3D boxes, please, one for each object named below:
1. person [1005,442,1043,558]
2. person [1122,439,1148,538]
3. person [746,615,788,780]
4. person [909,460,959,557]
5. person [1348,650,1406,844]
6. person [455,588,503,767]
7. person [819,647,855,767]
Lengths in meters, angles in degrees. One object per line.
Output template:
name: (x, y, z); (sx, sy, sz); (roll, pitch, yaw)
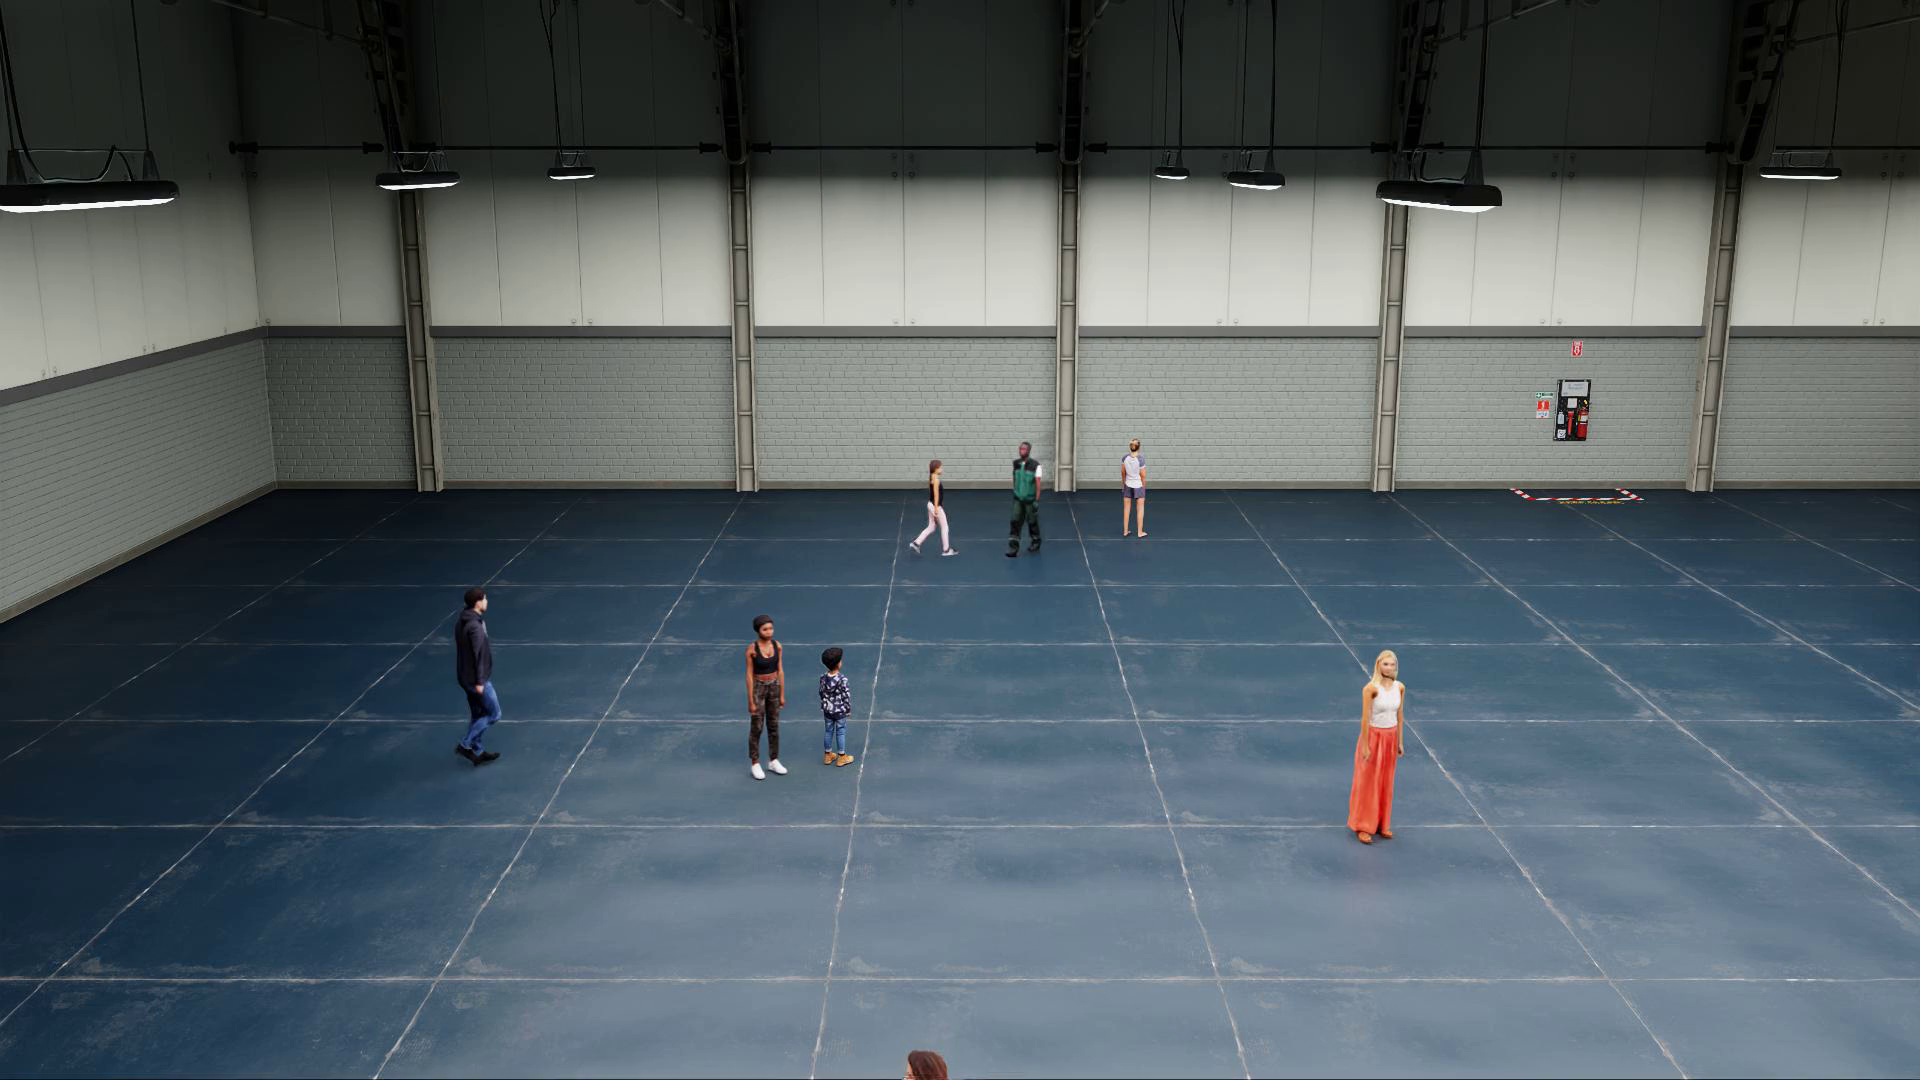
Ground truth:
person: (1.090, -0.624, 26.082); (1.236, 1.789, 1.160); (8, 15, 31)
person: (2.881, -0.866, 27.494); (0.615, 1.625, 0.721); (7, 15, 27)
person: (-1.976, 1.564, 16.834); (0.624, 1.698, 0.715); (-9, 16, -33)
person: (-0.450, -0.484, 26.035); (1.046, 1.538, 0.724); (-4, 14, -18)
person: (3.846, 1.871, 15.278); (0.659, 1.802, 0.775); (-5, 14, -22)
person: (-5.048, 1.436, 16.999); (0.904, 1.874, 0.853); (-9, 16, -34)
person: (-1.295, 1.712, 17.190); (0.537, 1.250, 0.633); (6, 14, 25)
